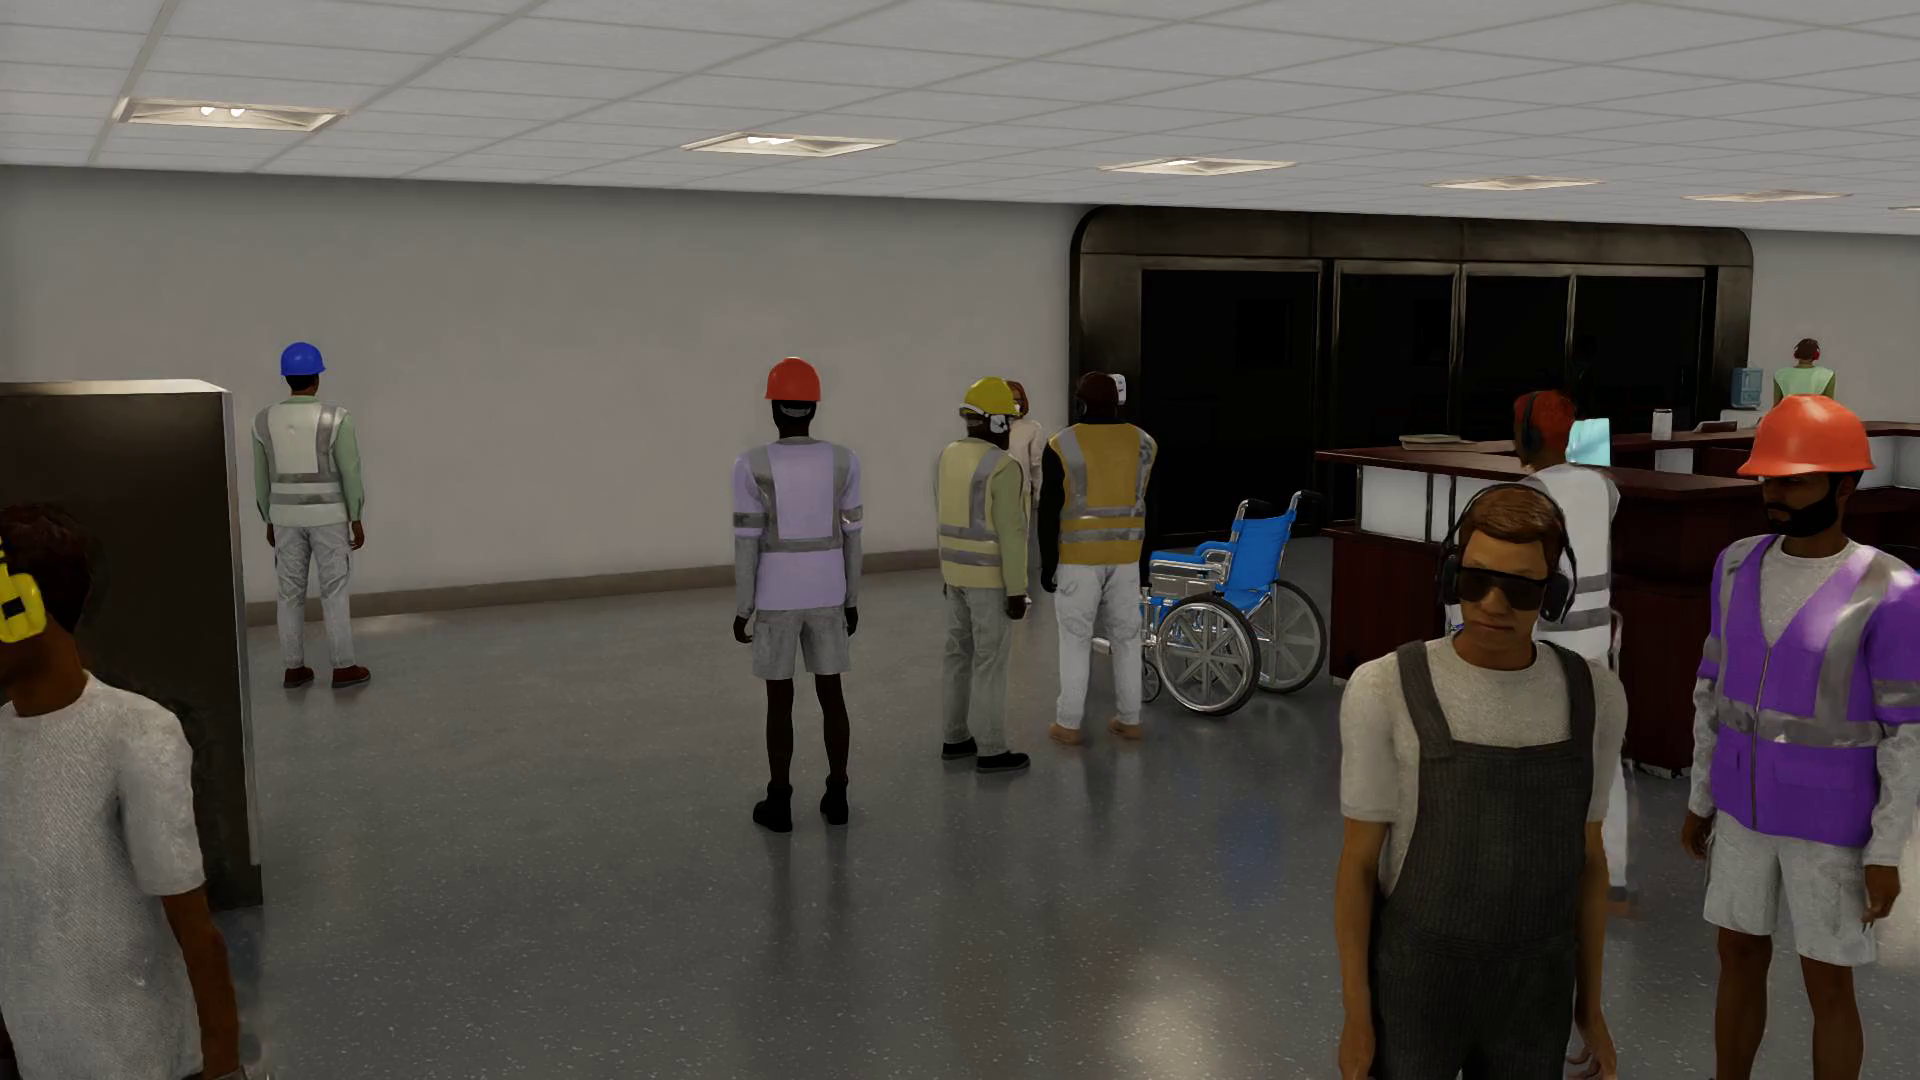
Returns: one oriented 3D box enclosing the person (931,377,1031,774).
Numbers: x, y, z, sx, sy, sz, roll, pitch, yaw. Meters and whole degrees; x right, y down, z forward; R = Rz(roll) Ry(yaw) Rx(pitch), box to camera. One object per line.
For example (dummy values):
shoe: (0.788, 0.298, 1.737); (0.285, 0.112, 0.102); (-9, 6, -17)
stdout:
person: (0.111, 0.160, 7.718); (0.403, 1.824, 0.598); (-6, 10, -35)

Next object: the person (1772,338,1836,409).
person: (8.527, -1.117, 16.861); (0.564, 1.847, 0.395); (5, 9, 31)

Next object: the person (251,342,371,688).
person: (-3.641, -0.130, 9.338); (0.605, 1.951, 0.380); (0, 8, 3)

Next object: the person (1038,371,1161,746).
person: (0.673, 0.090, 8.197); (0.625, 1.834, 0.431); (-3, 8, -18)

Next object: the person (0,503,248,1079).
person: (-1.371, 0.867, 2.541); (0.572, 1.831, 0.512); (5, 9, 34)

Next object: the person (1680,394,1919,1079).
person: (1.933, 0.630, 3.882); (0.371, 1.939, 0.543); (-4, 9, -28)

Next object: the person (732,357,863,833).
person: (-0.670, 0.225, 6.814); (0.543, 1.939, 0.360); (-3, 8, -21)

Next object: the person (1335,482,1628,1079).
person: (0.903, 0.812, 2.909); (0.507, 1.842, 0.351); (-1, 8, -5)
